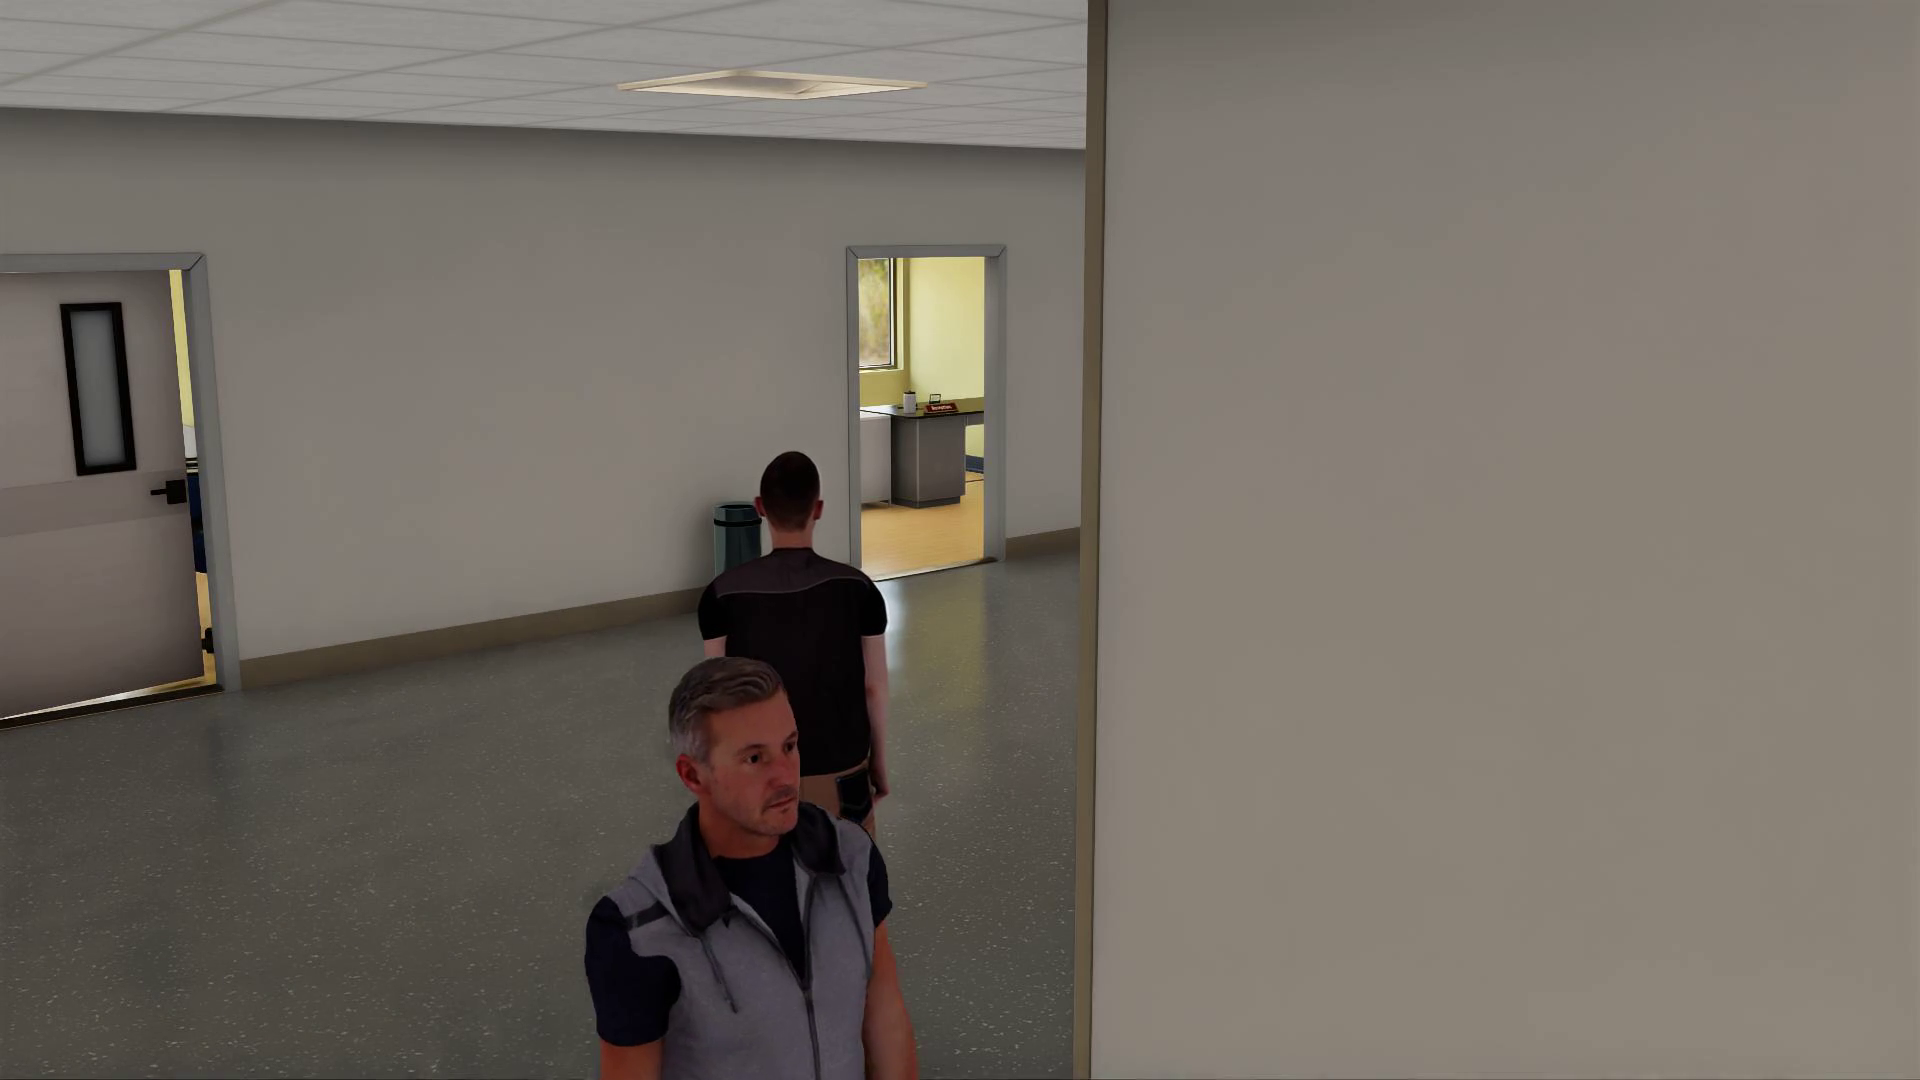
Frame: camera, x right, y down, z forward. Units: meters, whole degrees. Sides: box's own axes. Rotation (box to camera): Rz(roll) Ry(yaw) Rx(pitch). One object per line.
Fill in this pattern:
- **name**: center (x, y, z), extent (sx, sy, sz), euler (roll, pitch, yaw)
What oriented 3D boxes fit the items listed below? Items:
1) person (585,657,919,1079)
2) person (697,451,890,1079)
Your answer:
- **person**: center (-0.384, 1.053, 2.733), extent (0.850, 1.801, 1.127), euler (10, 14, 41)
- **person**: center (-0.462, 0.661, 4.690), extent (0.724, 1.841, 0.836), euler (-1, 11, -8)
